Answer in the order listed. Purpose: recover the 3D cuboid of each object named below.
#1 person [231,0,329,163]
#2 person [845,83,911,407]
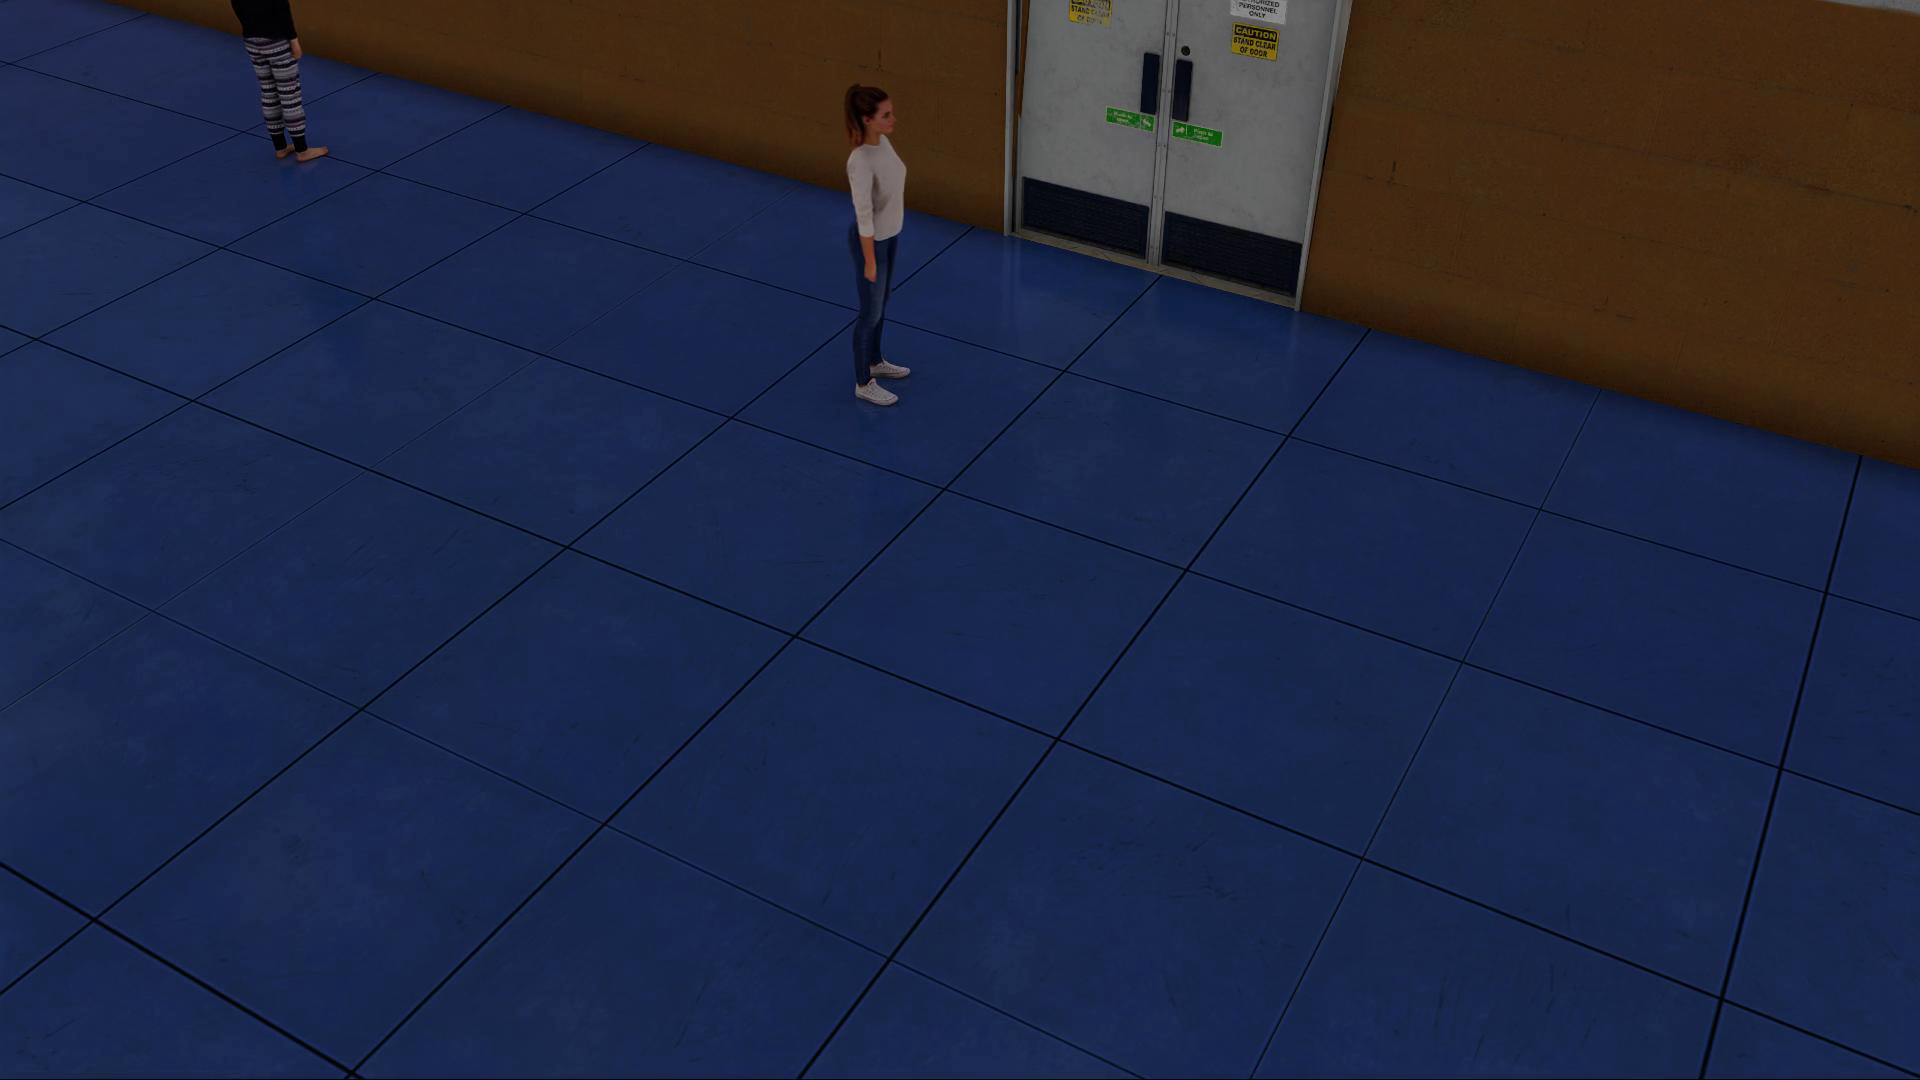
[{"bbox_3d":[-4.661,-3.404,11.183,0.612,1.733,0.518,16,40,20],"label":"person"},{"bbox_3d":[-0.456,-1.552,8.728,0.718,1.719,0.549,9,38,11],"label":"person"}]
